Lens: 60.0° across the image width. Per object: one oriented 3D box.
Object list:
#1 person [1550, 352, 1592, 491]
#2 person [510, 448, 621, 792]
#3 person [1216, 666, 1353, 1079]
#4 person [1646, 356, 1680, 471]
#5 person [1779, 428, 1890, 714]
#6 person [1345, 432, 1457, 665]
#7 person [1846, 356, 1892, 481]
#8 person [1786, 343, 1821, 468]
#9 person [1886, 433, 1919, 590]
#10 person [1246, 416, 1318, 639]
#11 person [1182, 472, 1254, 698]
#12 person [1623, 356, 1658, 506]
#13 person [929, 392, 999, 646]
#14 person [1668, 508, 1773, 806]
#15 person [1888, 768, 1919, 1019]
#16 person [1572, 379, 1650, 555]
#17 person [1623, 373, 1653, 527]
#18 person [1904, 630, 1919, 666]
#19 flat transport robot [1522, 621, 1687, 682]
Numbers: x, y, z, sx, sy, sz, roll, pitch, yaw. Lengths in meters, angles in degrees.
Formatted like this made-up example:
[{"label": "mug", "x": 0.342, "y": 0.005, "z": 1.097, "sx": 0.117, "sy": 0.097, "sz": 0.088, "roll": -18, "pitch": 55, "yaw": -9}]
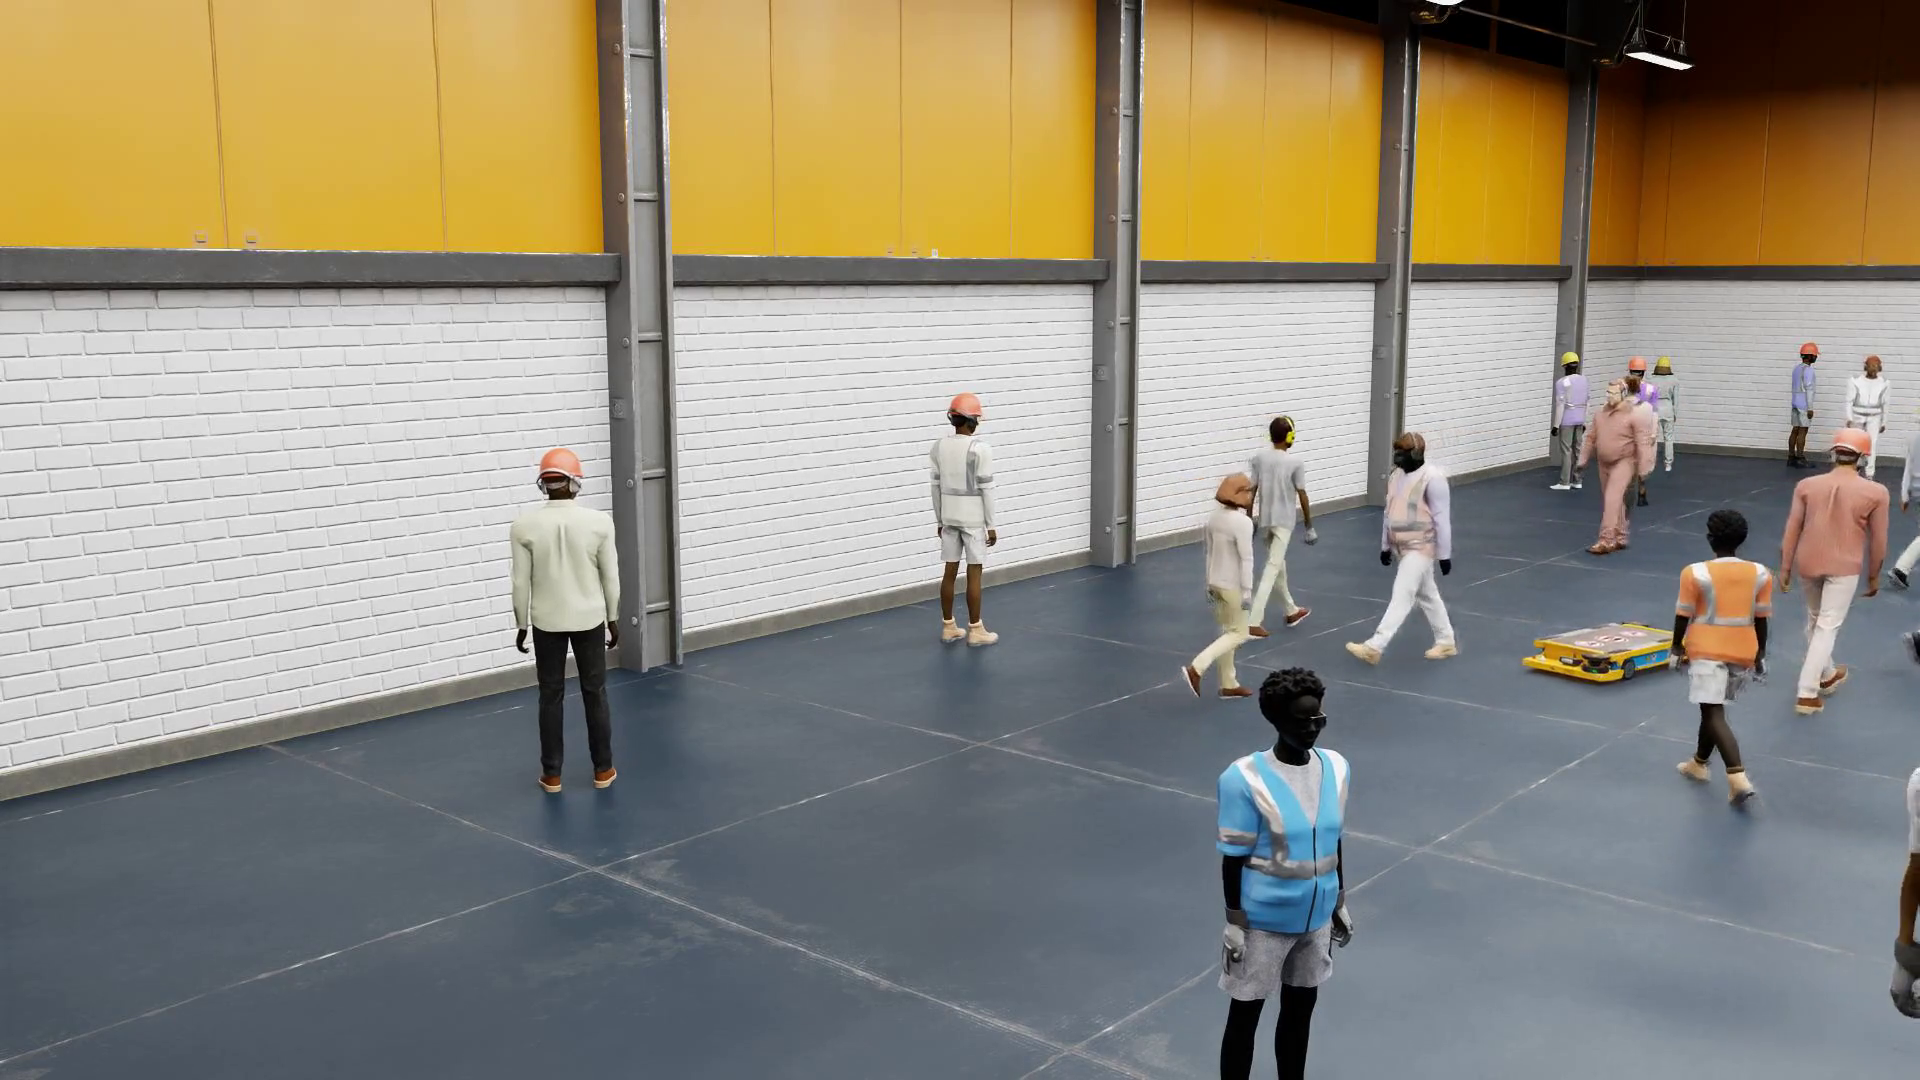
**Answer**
[{"label": "person", "x": 8.444, "y": -1.639, "z": 23.039, "sx": 0.585, "sy": 1.916, "sz": 0.387, "roll": -4, "pitch": 10, "yaw": -24}, {"label": "person", "x": -2.267, "y": 0.464, "z": 9.610, "sx": 0.608, "sy": 1.988, "sz": 0.392, "roll": -2, "pitch": 9, "yaw": -14}, {"label": "person", "x": 1.087, "y": 1.252, "z": 5.568, "sx": 0.531, "sy": 1.698, "sz": 0.320, "roll": -5, "pitch": 10, "yaw": -27}, {"label": "person", "x": 10.687, "y": -1.923, "z": 25.360, "sx": 0.483, "sy": 1.745, "sz": 0.299, "roll": 2, "pitch": 9, "yaw": 12}, {"label": "person", "x": 6.018, "y": 0.196, "z": 11.469, "sx": 1.024, "sy": 1.922, "sz": 0.617, "roll": -8, "pitch": 12, "yaw": -40}, {"label": "person", "x": 3.449, "y": 0.064, "z": 12.776, "sx": 1.004, "sy": 1.779, "sz": 0.668, "roll": -2, "pitch": 9, "yaw": -15}, {"label": "person", "x": 13.001, "y": -1.718, "z": 23.846, "sx": 0.570, "sy": 1.828, "sz": 1.047, "roll": 4, "pitch": 10, "yaw": 24}, {"label": "person", "x": 13.075, "y": -2.081, "z": 25.749, "sx": 0.358, "sy": 1.938, "sz": 0.542, "roll": 0, "pitch": 9, "yaw": 1}, {"label": "person", "x": 9.195, "y": -0.419, "z": 15.776, "sx": 0.884, "sy": 1.798, "sz": 0.602, "roll": -2, "pitch": 9, "yaw": -15}, {"label": "person", "x": 2.663, "y": -0.114, "z": 13.771, "sx": 0.991, "sy": 1.817, "sz": 0.505, "roll": -8, "pitch": 12, "yaw": -41}, {"label": "person", "x": 1.810, "y": 0.335, "z": 11.541, "sx": 0.561, "sy": 1.618, "sz": 0.520, "roll": -4, "pitch": 10, "yaw": -22}, {"label": "person", "x": 8.702, "y": -1.400, "z": 21.461, "sx": 0.543, "sy": 1.942, "sz": 0.349, "roll": 4, "pitch": 10, "yaw": 24}, {"label": "person", "x": 0.044, "y": -0.166, "z": 13.390, "sx": 0.608, "sy": 2.046, "sz": 0.368, "roll": 7, "pitch": 11, "yaw": 36}, {"label": "person", "x": 4.350, "y": 0.656, "z": 9.450, "sx": 0.530, "sy": 1.666, "sz": 0.840, "roll": -1, "pitch": 9, "yaw": -6}, {"label": "person", "x": 3.099, "y": 1.271, "z": 4.992, "sx": 0.530, "sy": 1.848, "sz": 0.721, "roll": 7, "pitch": 11, "yaw": 36}, {"label": "person", "x": 6.918, "y": -0.772, "z": 17.758, "sx": 0.887, "sy": 1.871, "sz": 0.668, "roll": -4, "pitch": 10, "yaw": -23}, {"label": "person", "x": 7.829, "y": -1.038, "z": 19.520, "sx": 0.520, "sy": 1.832, "sz": 0.623, "roll": 2, "pitch": 9, "yaw": 14}, {"label": "person", "x": 7.439, "y": 0.106, "z": 12.400, "sx": 0.659, "sy": 1.812, "sz": 0.604, "roll": 0, "pitch": 9, "yaw": 1}, {"label": "flat transport robot", "x": 4.993, "y": 0.834, "z": 12.661, "sx": 1.431, "sy": 0.197, "sz": 0.652, "roll": -7, "pitch": 11, "yaw": -36}]
